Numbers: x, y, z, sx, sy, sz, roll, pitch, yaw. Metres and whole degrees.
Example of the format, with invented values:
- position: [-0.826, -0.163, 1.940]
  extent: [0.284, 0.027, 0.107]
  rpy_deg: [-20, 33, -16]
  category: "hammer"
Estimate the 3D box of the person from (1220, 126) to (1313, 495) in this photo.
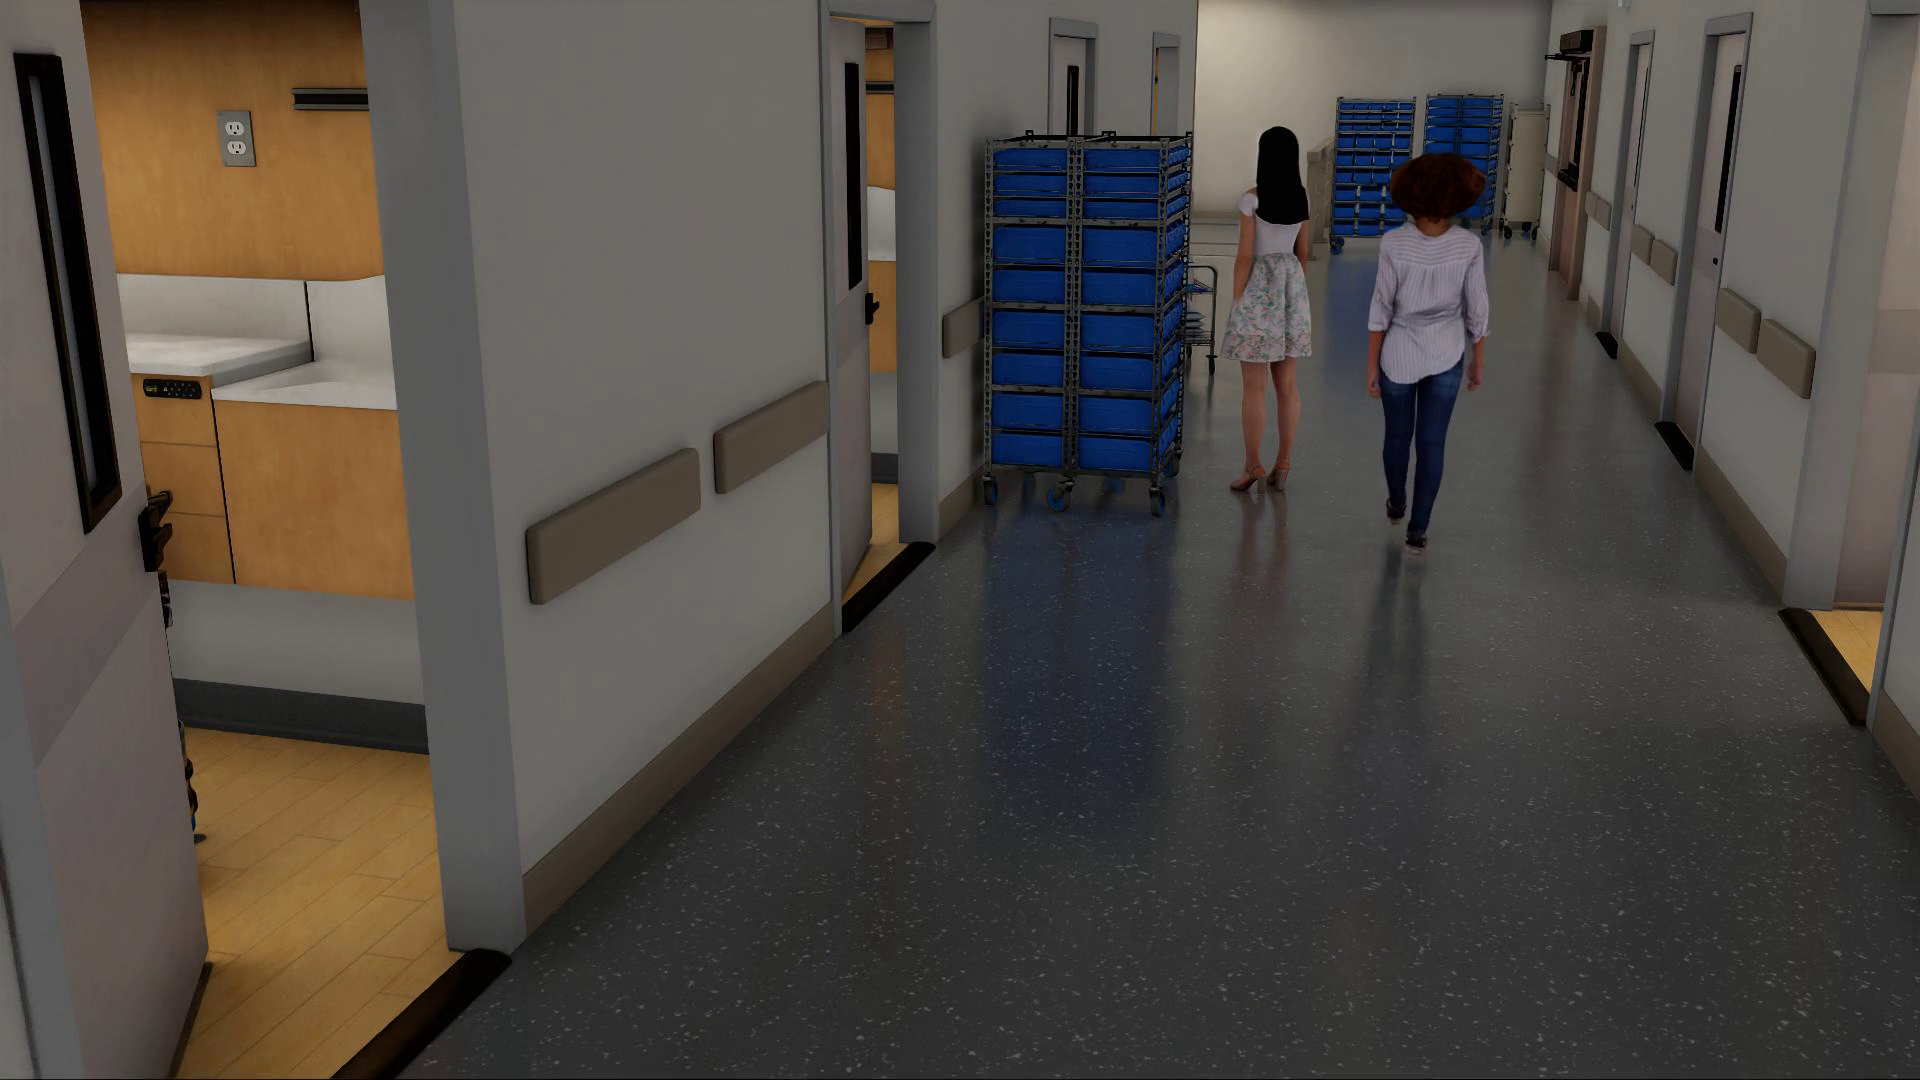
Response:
- position: [1.516, -1.116, 8.151]
  extent: [0.775, 1.775, 0.824]
  rpy_deg: [-7, 17, -24]
  category: "person"

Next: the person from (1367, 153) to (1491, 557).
- position: [1.955, -0.744, 7.034]
  extent: [0.674, 1.665, 1.134]
  rpy_deg: [5, 16, 16]
  category: "person"
